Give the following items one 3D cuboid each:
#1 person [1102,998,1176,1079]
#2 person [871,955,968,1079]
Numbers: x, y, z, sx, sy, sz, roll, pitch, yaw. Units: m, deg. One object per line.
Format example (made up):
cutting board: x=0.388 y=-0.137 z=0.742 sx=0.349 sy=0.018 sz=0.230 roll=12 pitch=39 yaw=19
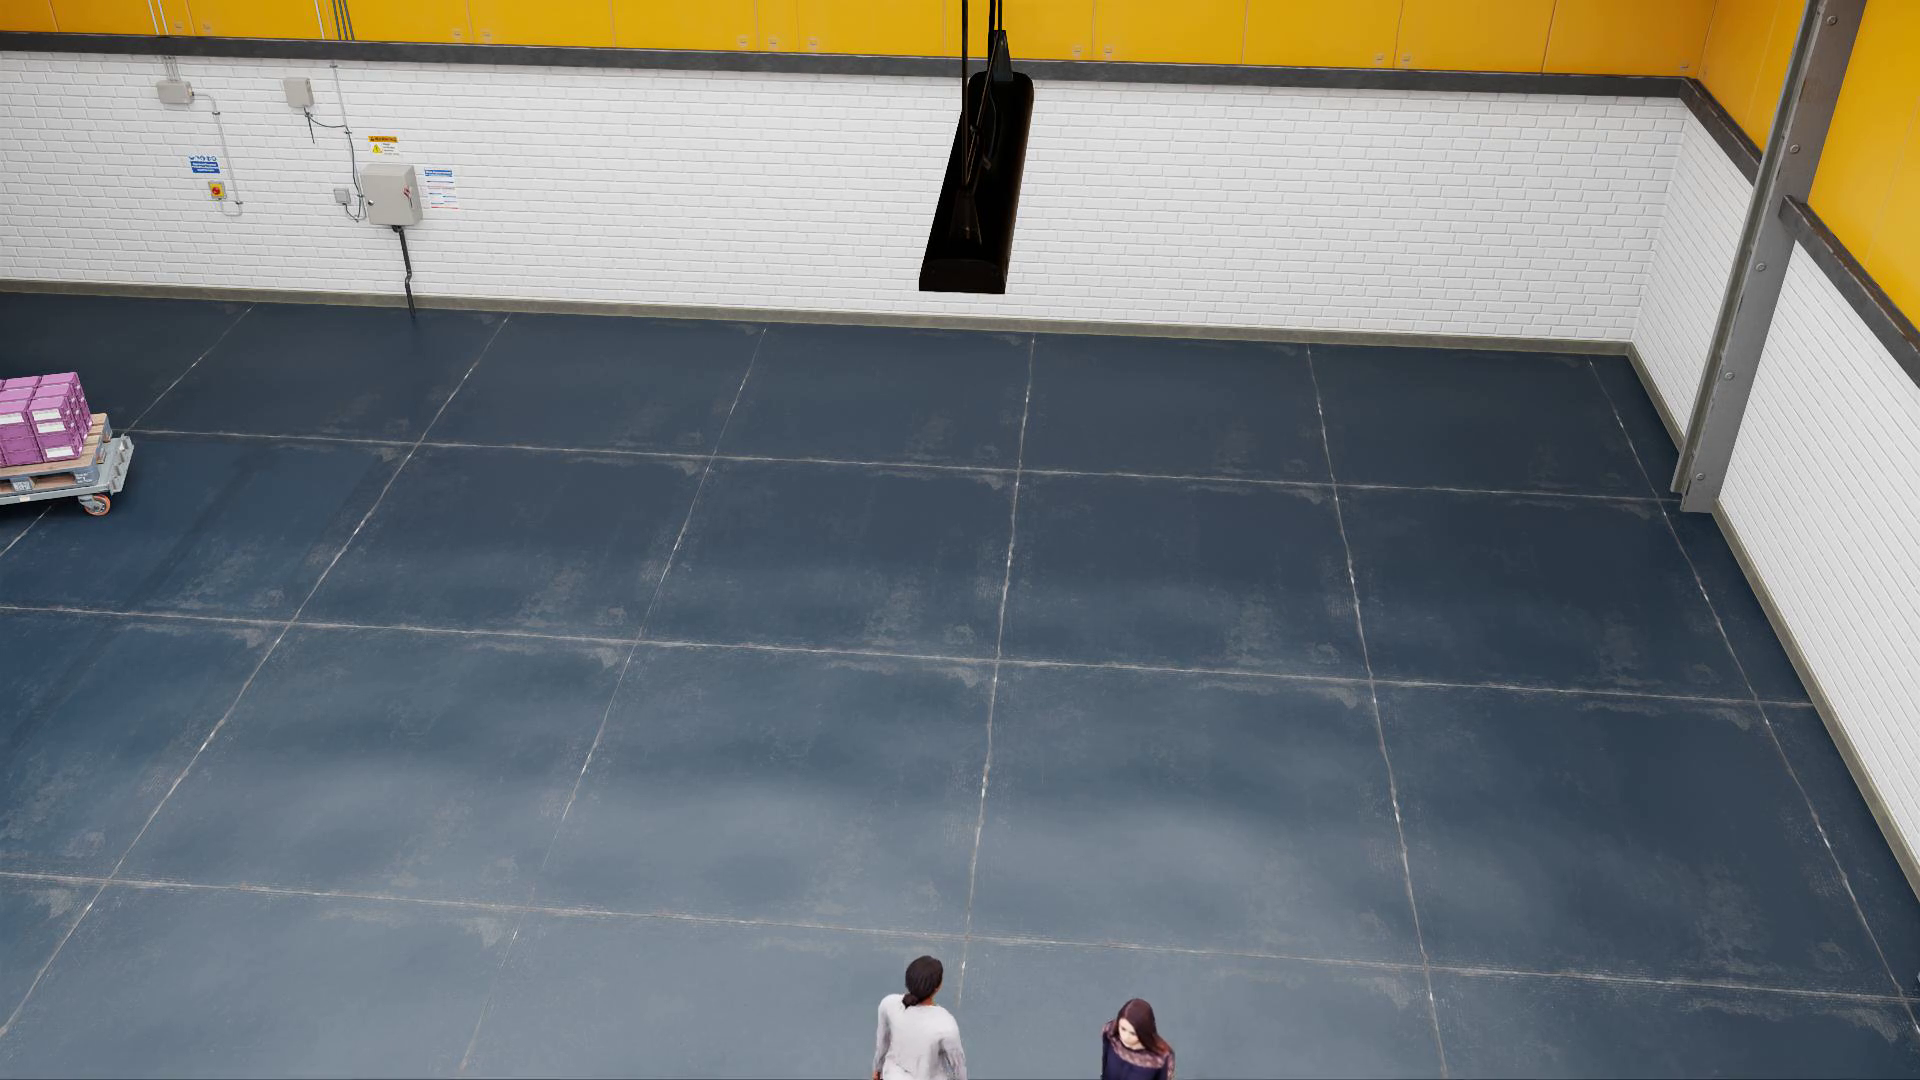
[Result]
person: x=0.959 y=3.031 z=9.013 sx=0.711 sy=1.593 sz=0.738 roll=18 pitch=38 yaw=25
person: x=-0.271 y=2.976 z=8.982 sx=0.799 sy=1.719 sz=0.787 roll=17 pitch=37 yaw=23
